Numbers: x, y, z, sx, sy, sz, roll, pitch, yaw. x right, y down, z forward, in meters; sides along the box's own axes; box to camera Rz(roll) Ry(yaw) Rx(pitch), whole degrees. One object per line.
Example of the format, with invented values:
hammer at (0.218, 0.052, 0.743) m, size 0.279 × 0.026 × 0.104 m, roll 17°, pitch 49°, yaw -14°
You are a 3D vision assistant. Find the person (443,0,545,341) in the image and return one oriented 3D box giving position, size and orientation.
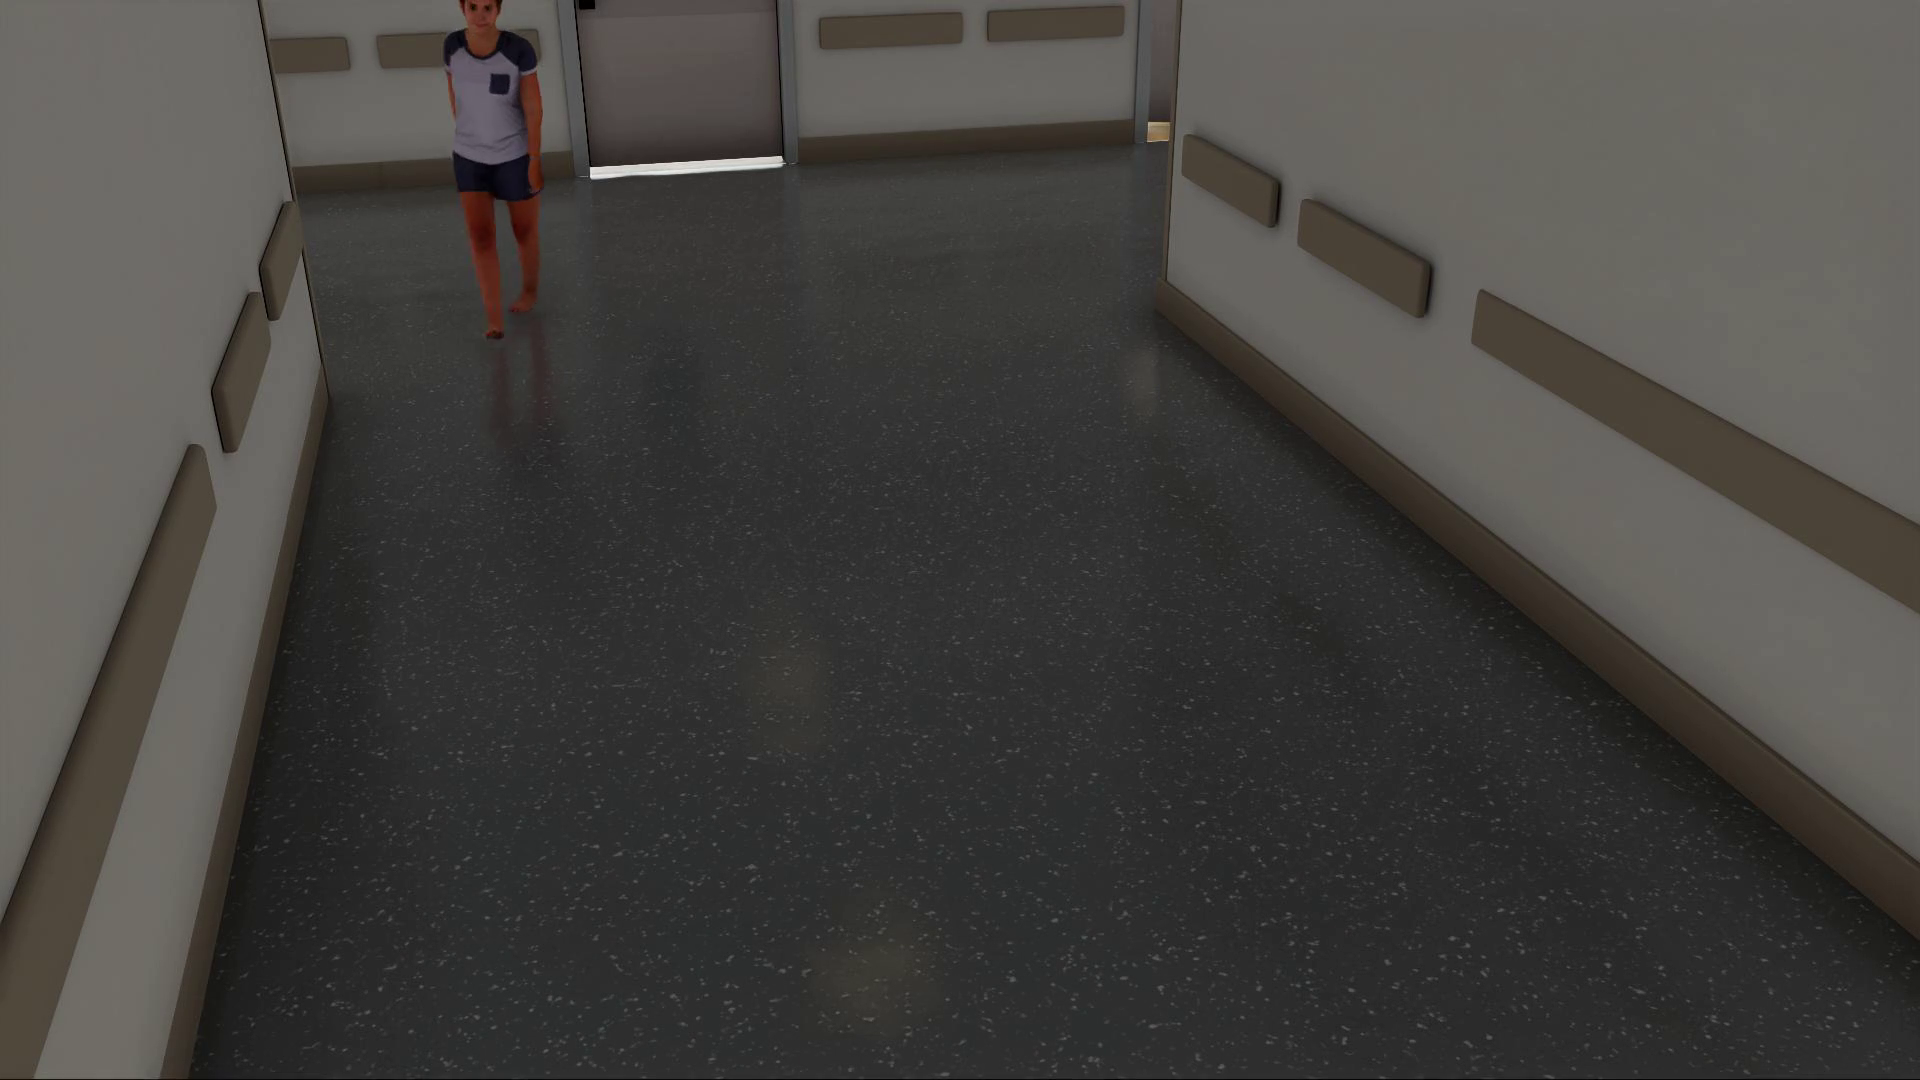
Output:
person at (-2.069, -1.699, 7.445) m, size 0.974 × 1.558 × 0.776 m, roll 2°, pitch 26°, yaw 4°
